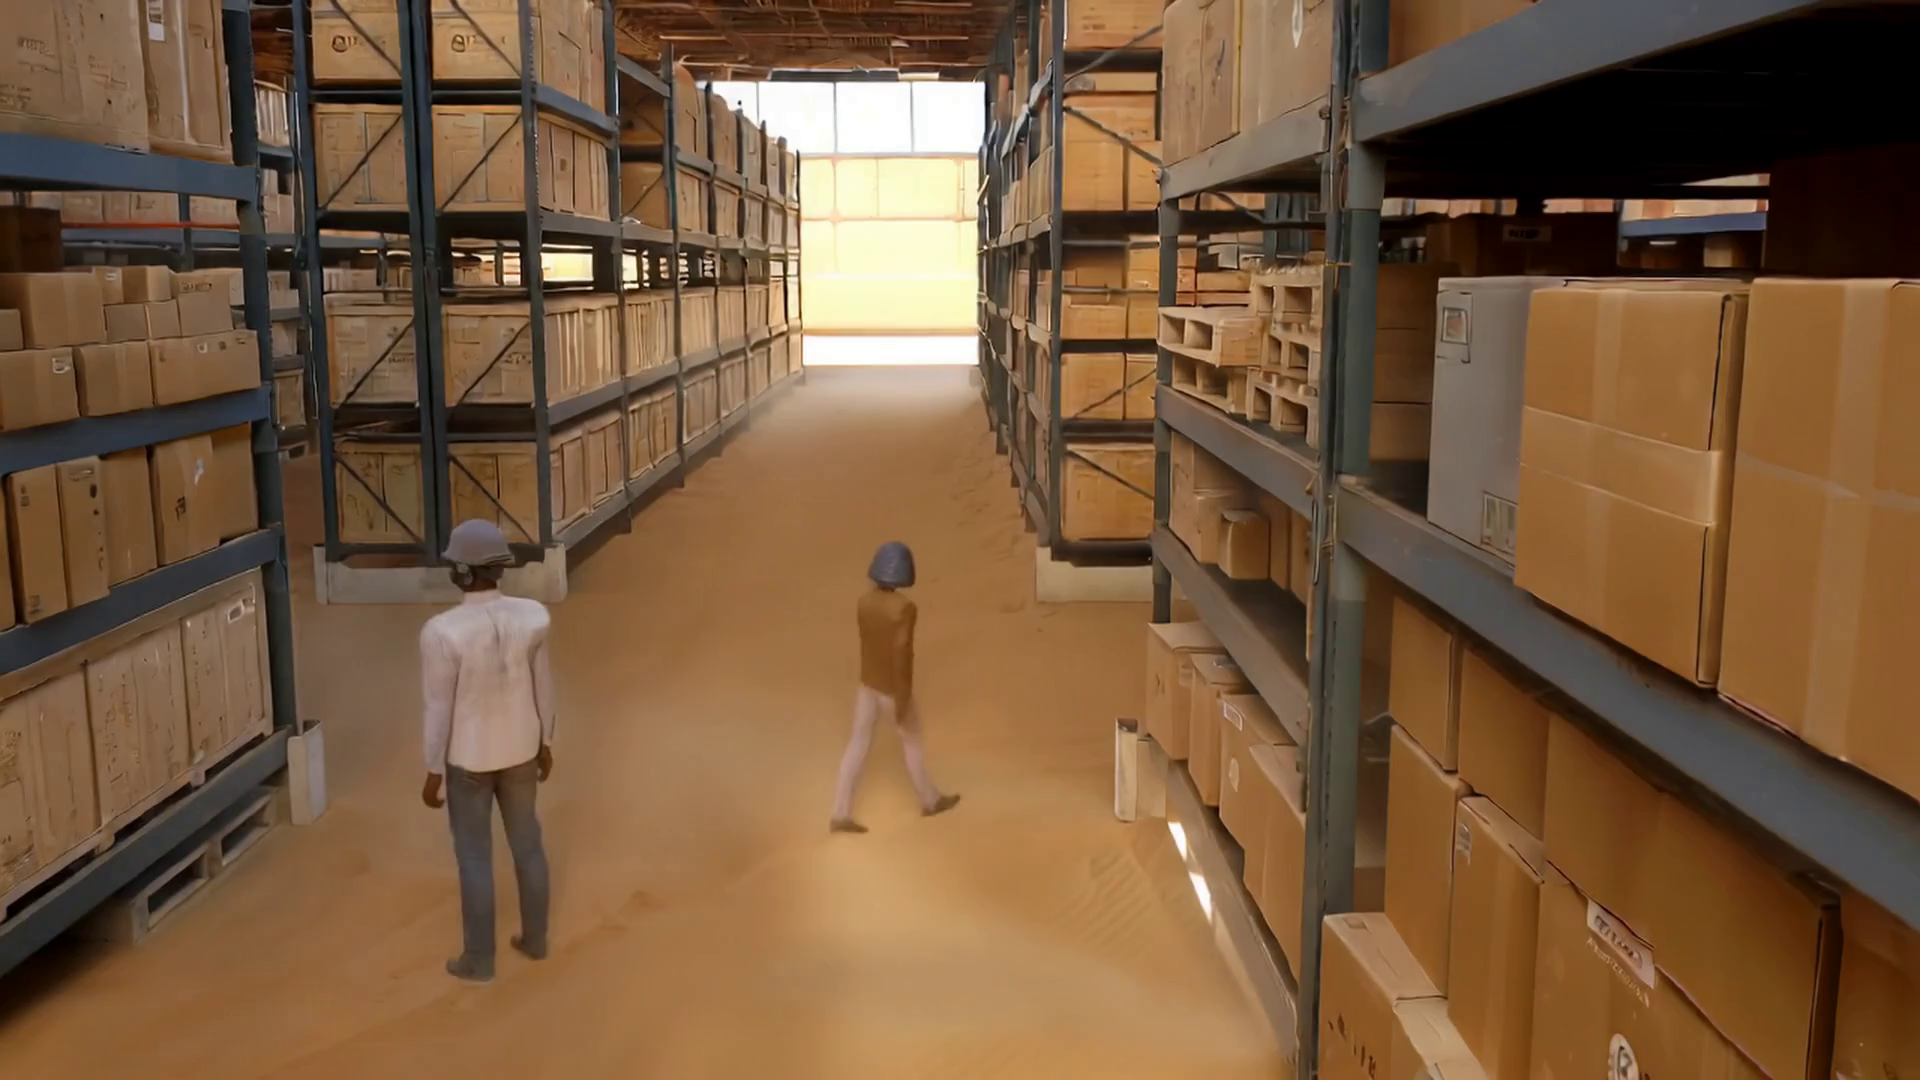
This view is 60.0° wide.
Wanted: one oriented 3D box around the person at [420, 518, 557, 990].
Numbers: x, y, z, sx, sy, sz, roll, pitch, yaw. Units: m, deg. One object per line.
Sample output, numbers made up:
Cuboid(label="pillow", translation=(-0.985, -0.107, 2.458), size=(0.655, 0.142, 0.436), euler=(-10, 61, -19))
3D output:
Cuboid(label="person", translation=(-2.005, 0.899, 7.069), size=(0.391, 1.995, 0.630), euler=(8, 13, 42))

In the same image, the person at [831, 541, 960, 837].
Cuboid(label="person", translation=(-0.384, 0.789, 8.971), size=(0.876, 1.578, 0.511), euler=(-9, 13, -43))
